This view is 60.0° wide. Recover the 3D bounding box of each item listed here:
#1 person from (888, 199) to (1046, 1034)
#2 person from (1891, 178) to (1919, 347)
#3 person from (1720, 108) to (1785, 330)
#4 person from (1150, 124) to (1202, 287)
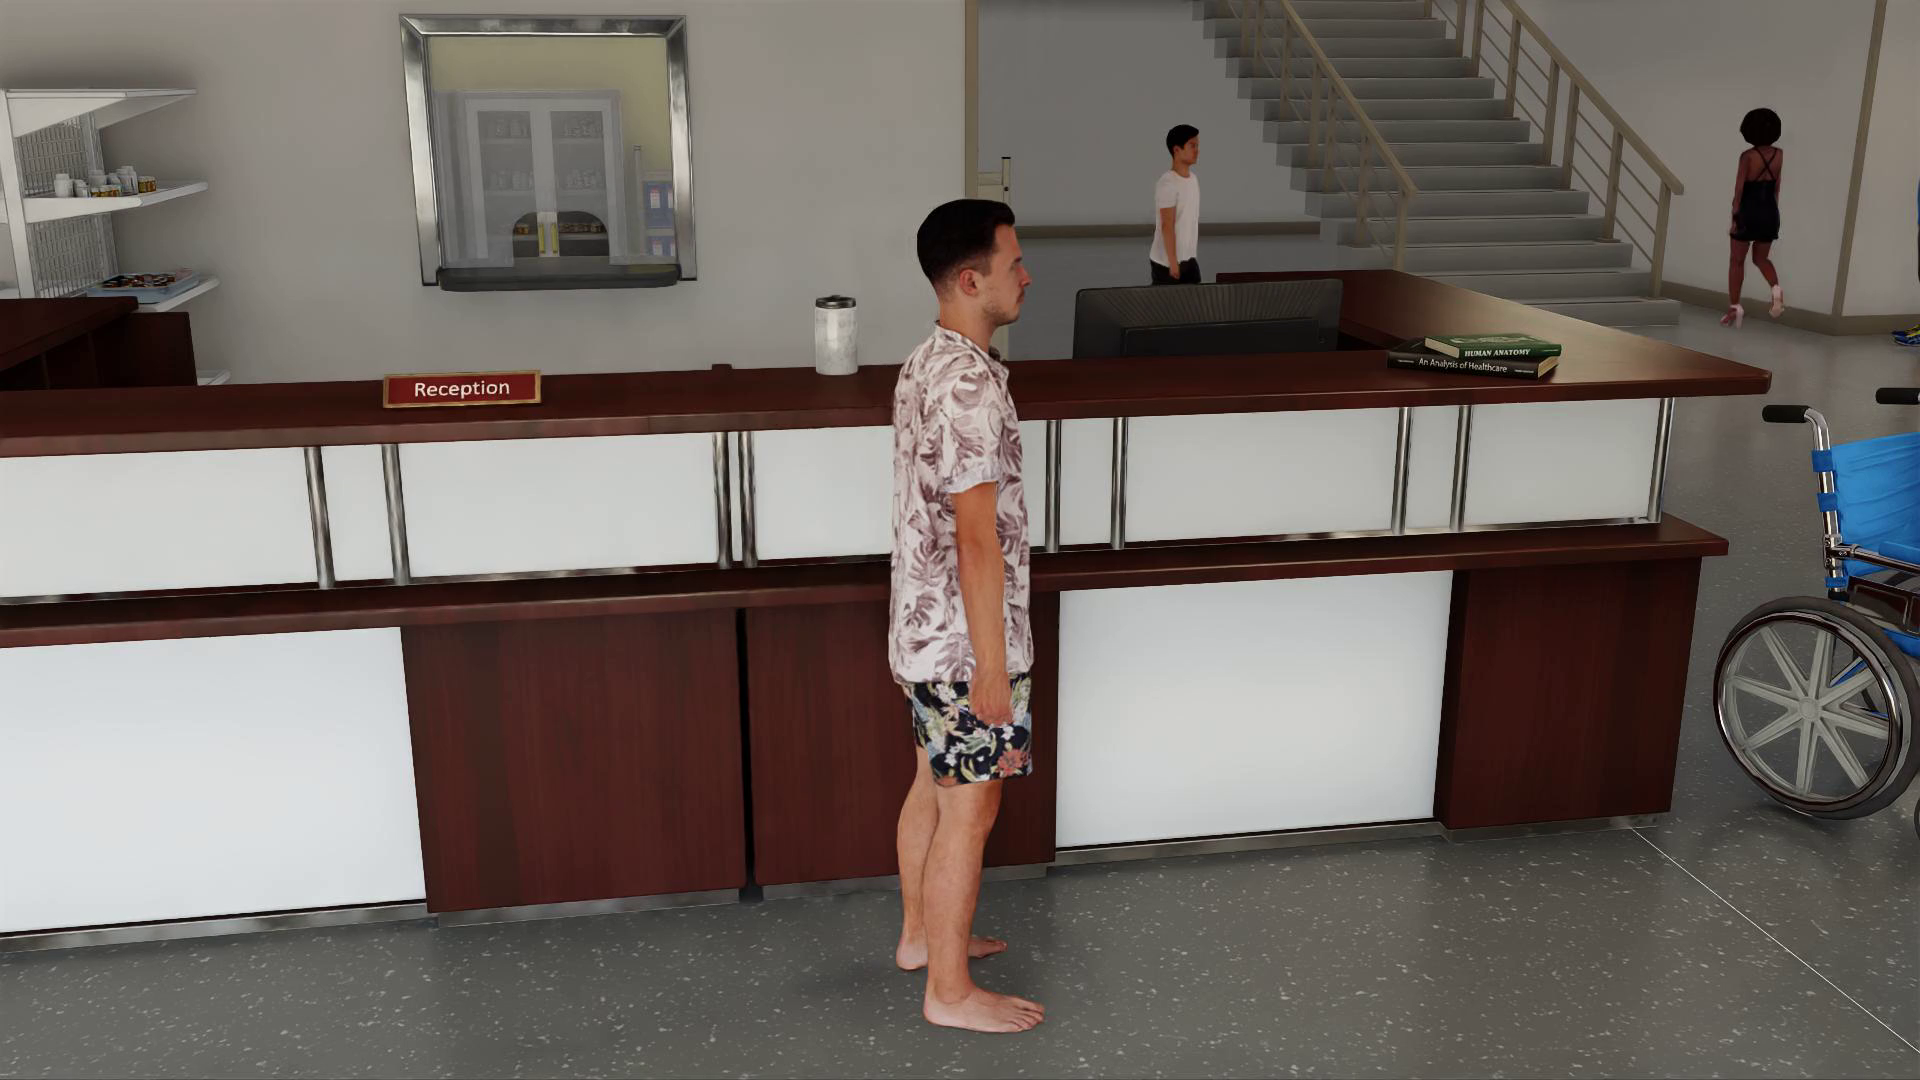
[{"bbox_3d":[-0.011,0.171,3.662,0.734,1.814,0.497,-4,16,-13],"label":"person"},{"bbox_3d":[7.525,-2.439,12.823,0.762,1.866,0.680,8,18,27],"label":"person"},{"bbox_3d":[6.478,-2.562,13.438,0.600,1.770,0.884,-1,16,-5],"label":"person"},{"bbox_3d":[1.386,-1.939,11.300,1.022,1.701,0.967,10,19,32],"label":"person"}]
